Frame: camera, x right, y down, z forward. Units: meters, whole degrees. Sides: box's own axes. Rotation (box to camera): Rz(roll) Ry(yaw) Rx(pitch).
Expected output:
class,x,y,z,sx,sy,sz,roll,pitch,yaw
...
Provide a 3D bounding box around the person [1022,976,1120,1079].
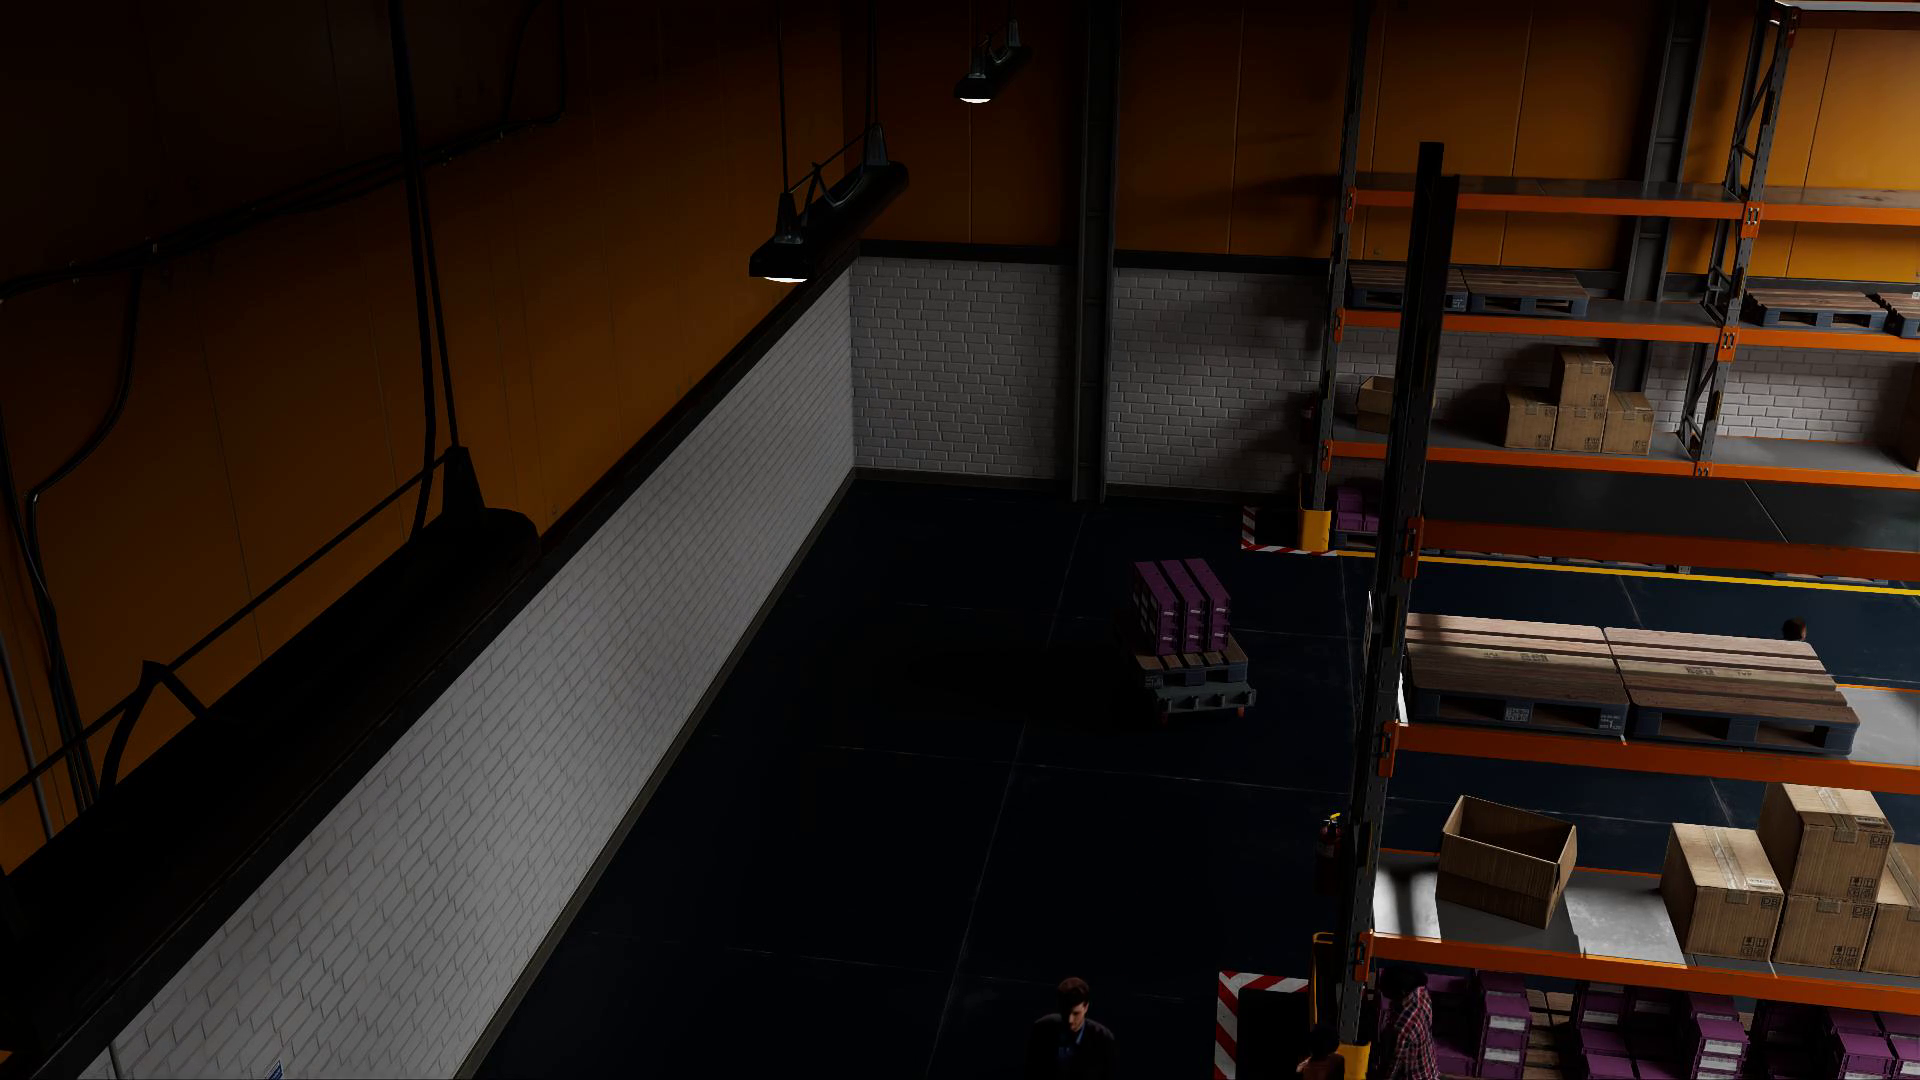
class,x,y,z,sx,sy,sz,roll,pitch,yaw
person,0.633,3.235,9.460,0.853,1.878,0.860,8,25,18

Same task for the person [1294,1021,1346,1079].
class,x,y,z,sx,sy,sz,roll,pitch,yaw
person,2.151,3.429,9.839,0.914,1.218,0.905,-11,26,-23

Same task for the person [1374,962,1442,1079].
class,x,y,z,sx,sy,sz,roll,pitch,yaw
person,2.709,3.199,9.731,0.733,1.727,0.747,10,25,21
